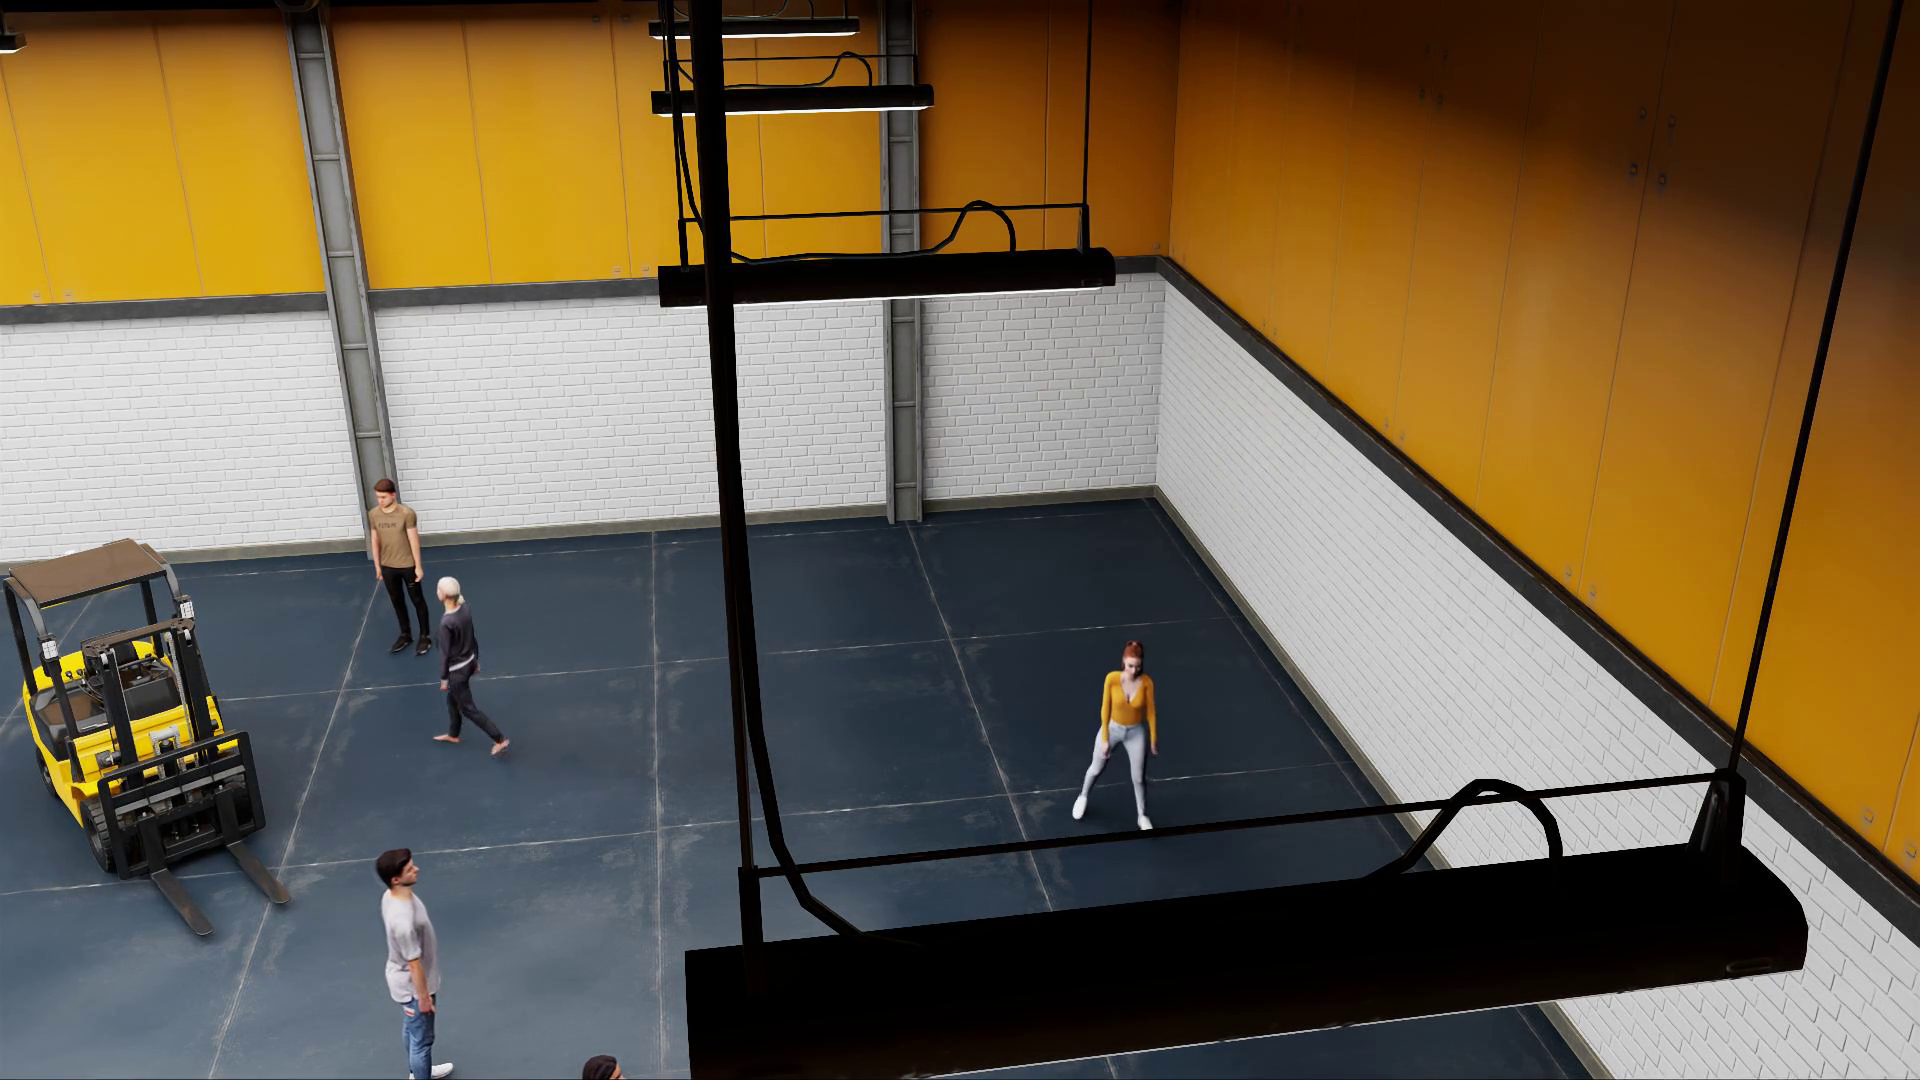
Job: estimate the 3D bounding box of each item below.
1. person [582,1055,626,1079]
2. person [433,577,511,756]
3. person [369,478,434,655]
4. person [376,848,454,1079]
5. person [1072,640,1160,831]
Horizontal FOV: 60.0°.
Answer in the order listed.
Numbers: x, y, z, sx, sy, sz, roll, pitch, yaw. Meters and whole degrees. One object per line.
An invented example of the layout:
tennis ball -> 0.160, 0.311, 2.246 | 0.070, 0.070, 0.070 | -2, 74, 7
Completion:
person -> -1.880, 3.552, 9.078 | 0.533, 1.812, 0.620 | -3, 24, -6
person -> -4.376, 1.137, 14.747 | 1.146, 1.696, 0.902 | 6, 24, 12
person -> -5.581, 0.235, 16.620 | 0.629, 1.849, 0.793 | 4, 24, 8
person -> -3.515, 2.799, 10.704 | 0.646, 1.889, 0.721 | -10, 26, -22
person -> 1.376, 1.611, 13.613 | 0.793, 1.736, 0.984 | 1, 24, 2
